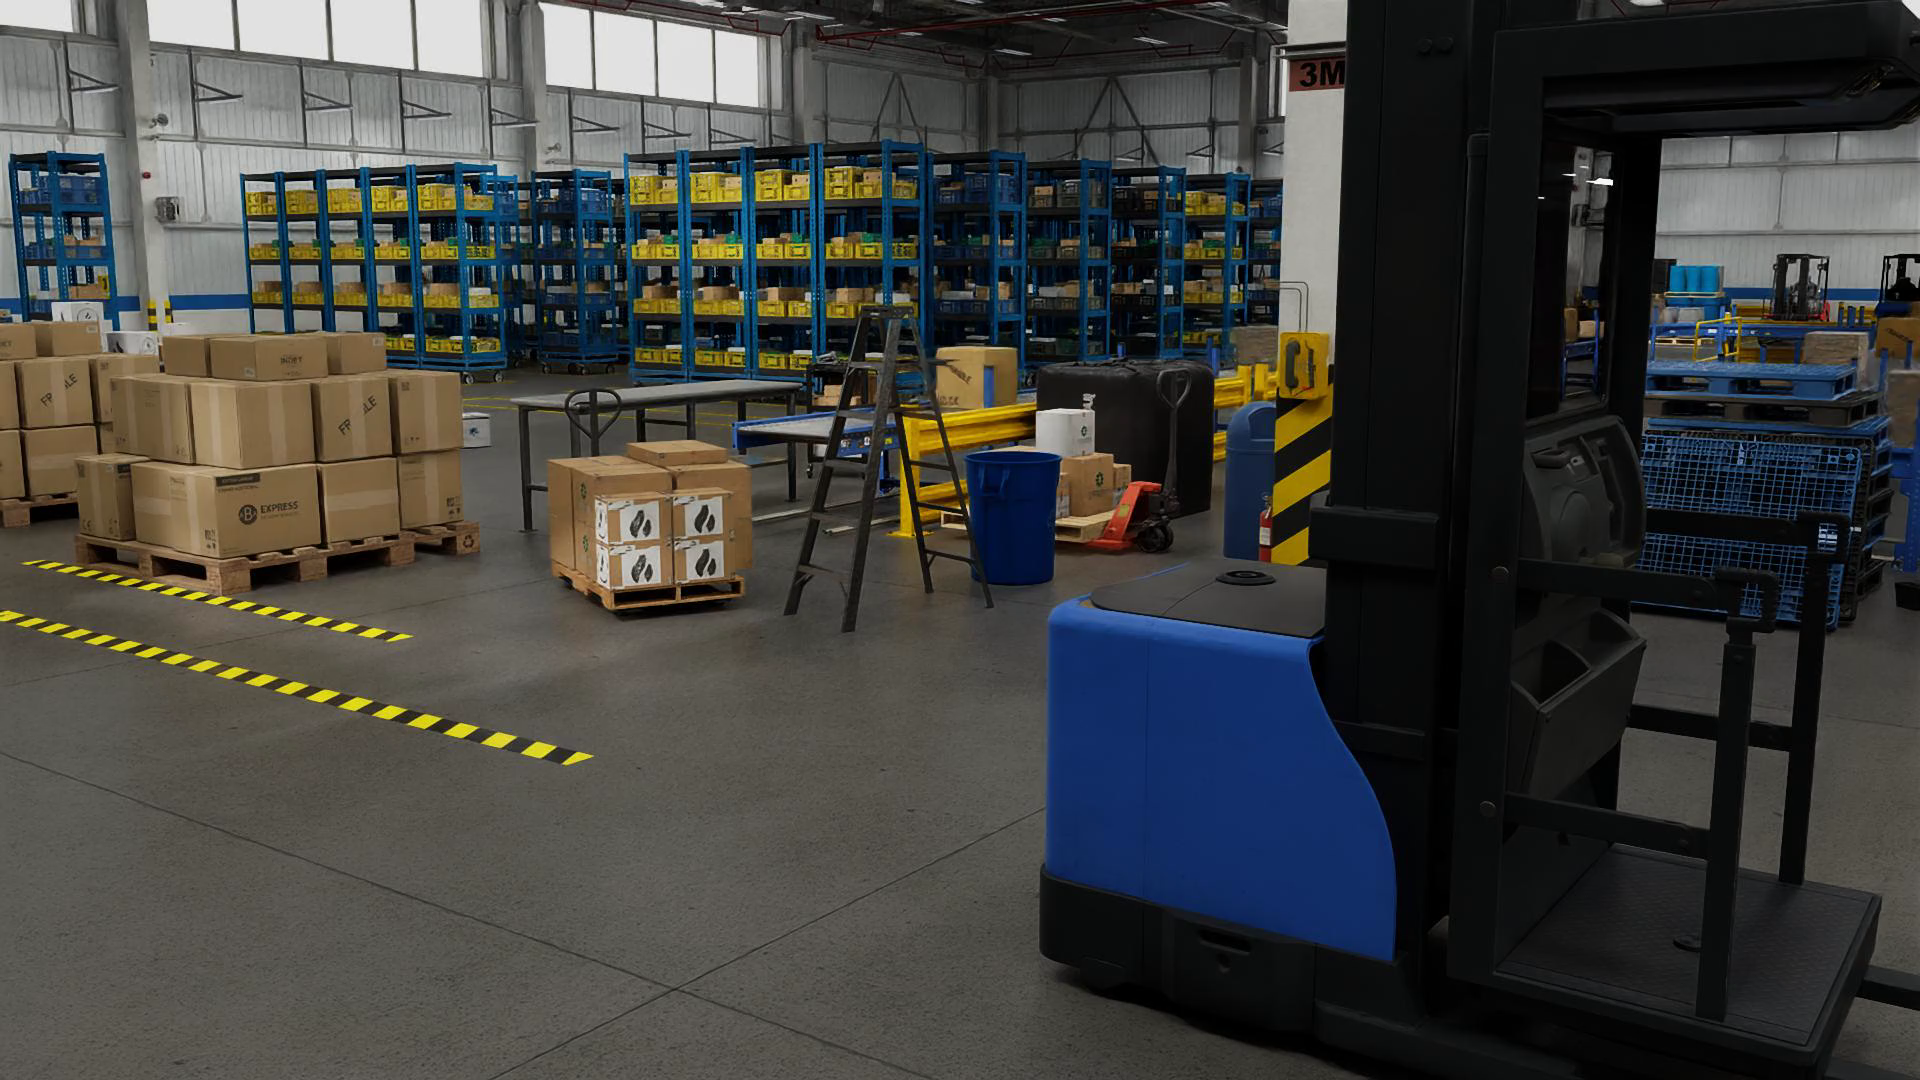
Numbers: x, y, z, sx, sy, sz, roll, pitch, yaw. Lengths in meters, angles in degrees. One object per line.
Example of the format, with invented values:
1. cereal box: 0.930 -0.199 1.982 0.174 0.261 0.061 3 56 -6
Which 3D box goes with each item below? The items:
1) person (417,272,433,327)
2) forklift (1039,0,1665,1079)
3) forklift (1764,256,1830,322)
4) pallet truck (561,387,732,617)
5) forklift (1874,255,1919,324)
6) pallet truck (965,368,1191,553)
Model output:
1. person: -11.519 -4.823 35.467 0.919 1.798 0.594 -8 13 -41
2. forklift: 1.249 -0.137 4.360 1.873 2.768 1.129 7 12 35
3. forklift: 20.253 -5.854 40.139 1.157 1.987 2.680 7 12 35
4. pallet truck: -1.981 -0.274 10.088 0.680 1.201 1.601 -5 11 -28
5. forklift: 22.089 -5.634 38.796 1.157 1.987 2.680 6 11 33
6. pallet truck: 0.845 -0.609 11.869 1.630 1.274 0.653 7 12 35
